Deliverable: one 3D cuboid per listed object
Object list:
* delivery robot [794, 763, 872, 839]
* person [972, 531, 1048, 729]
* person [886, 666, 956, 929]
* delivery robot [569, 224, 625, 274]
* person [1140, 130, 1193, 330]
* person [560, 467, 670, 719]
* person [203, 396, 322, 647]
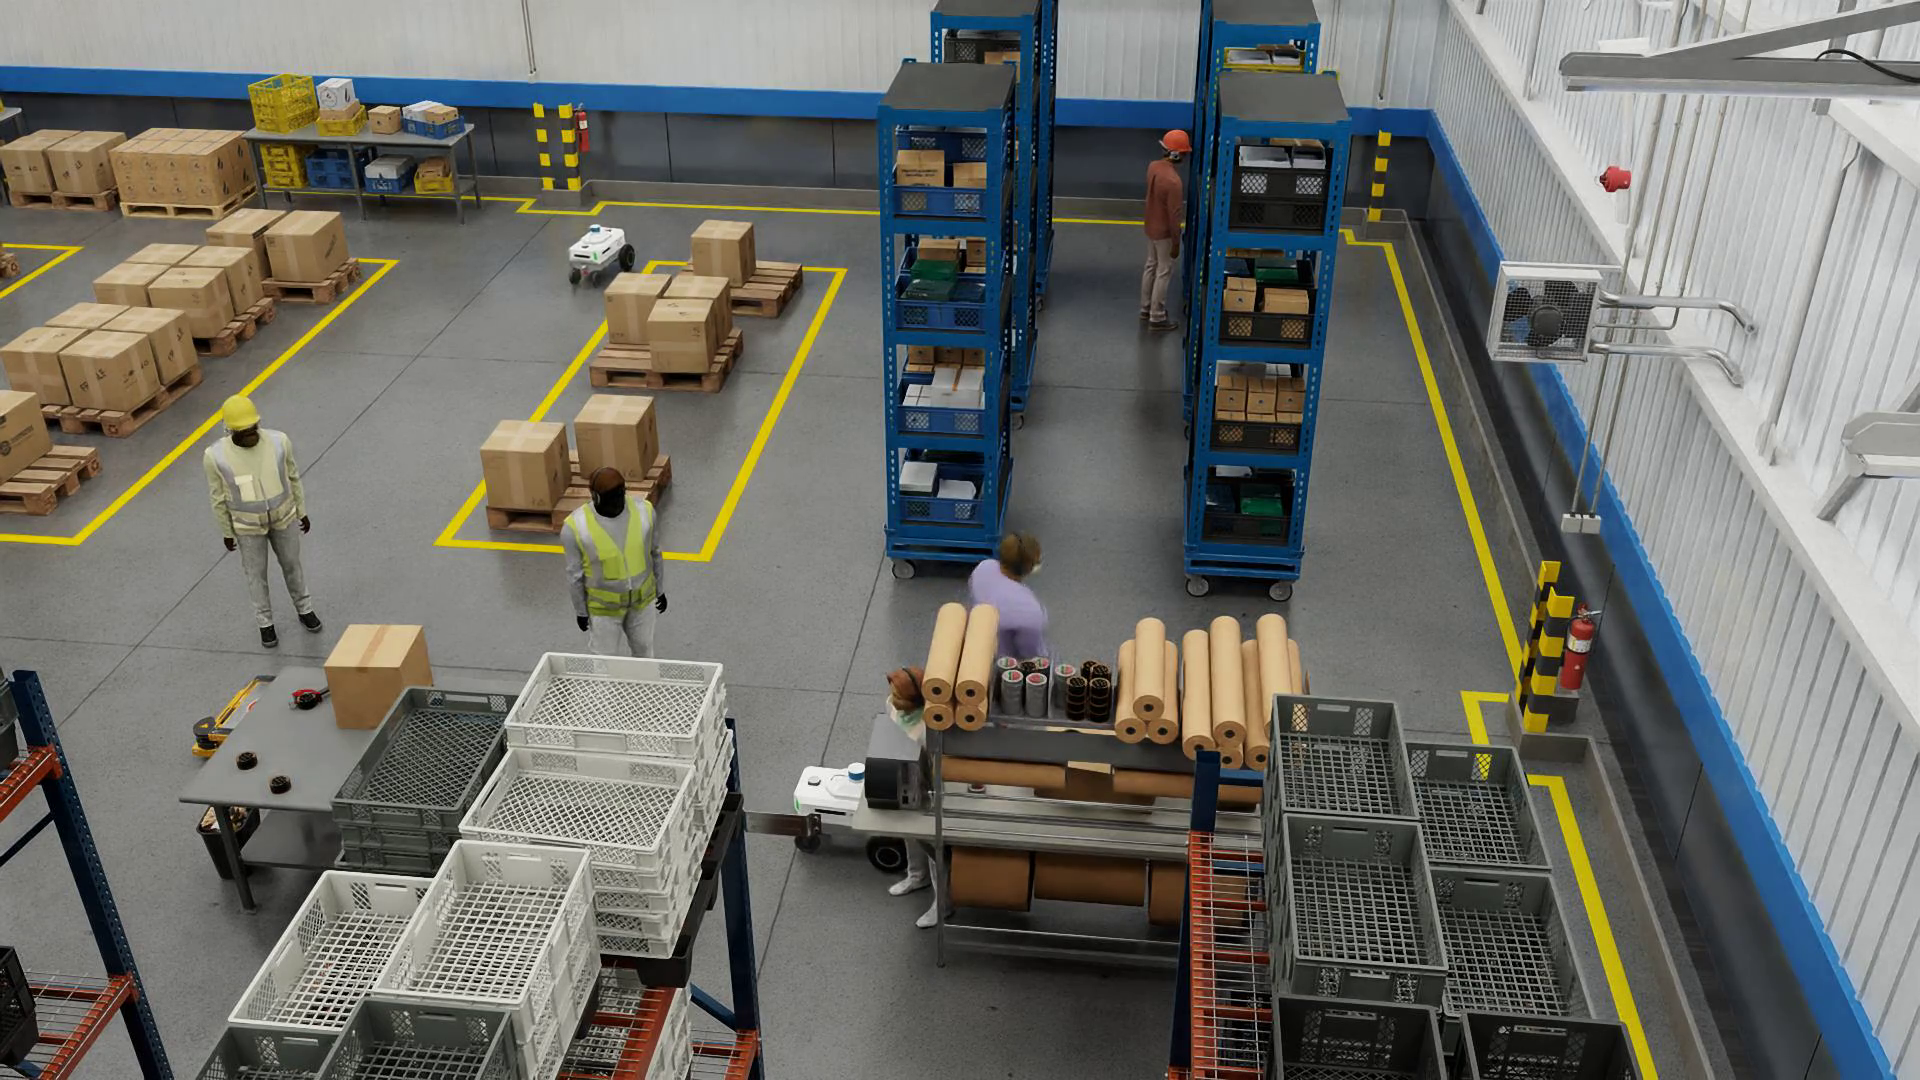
[{"bbox_3d":[-0.596,1.516,9.672,0.707,0.478,0.477,5,31,9],"label":"delivery robot"},{"bbox_3d":[0.253,0.773,9.736,0.679,1.925,0.678,-14,33,-23],"label":"person"},{"bbox_3d":[-0.227,1.362,8.967,0.323,1.630,0.519,-18,34,-27],"label":"person"},{"bbox_3d":[-3.834,-3.090,17.583,0.477,0.478,0.707,8,31,14],"label":"delivery robot"},{"bbox_3d":[1.991,-2.996,16.112,0.408,1.980,0.620,-10,32,-17],"label":"person"},{"bbox_3d":[-2.134,0.373,10.453,0.628,1.846,0.429,-17,34,-27],"label":"person"},{"bbox_3d":[-4.752,-0.145,11.353,0.599,1.832,0.404,-20,36,-30],"label":"person"}]
